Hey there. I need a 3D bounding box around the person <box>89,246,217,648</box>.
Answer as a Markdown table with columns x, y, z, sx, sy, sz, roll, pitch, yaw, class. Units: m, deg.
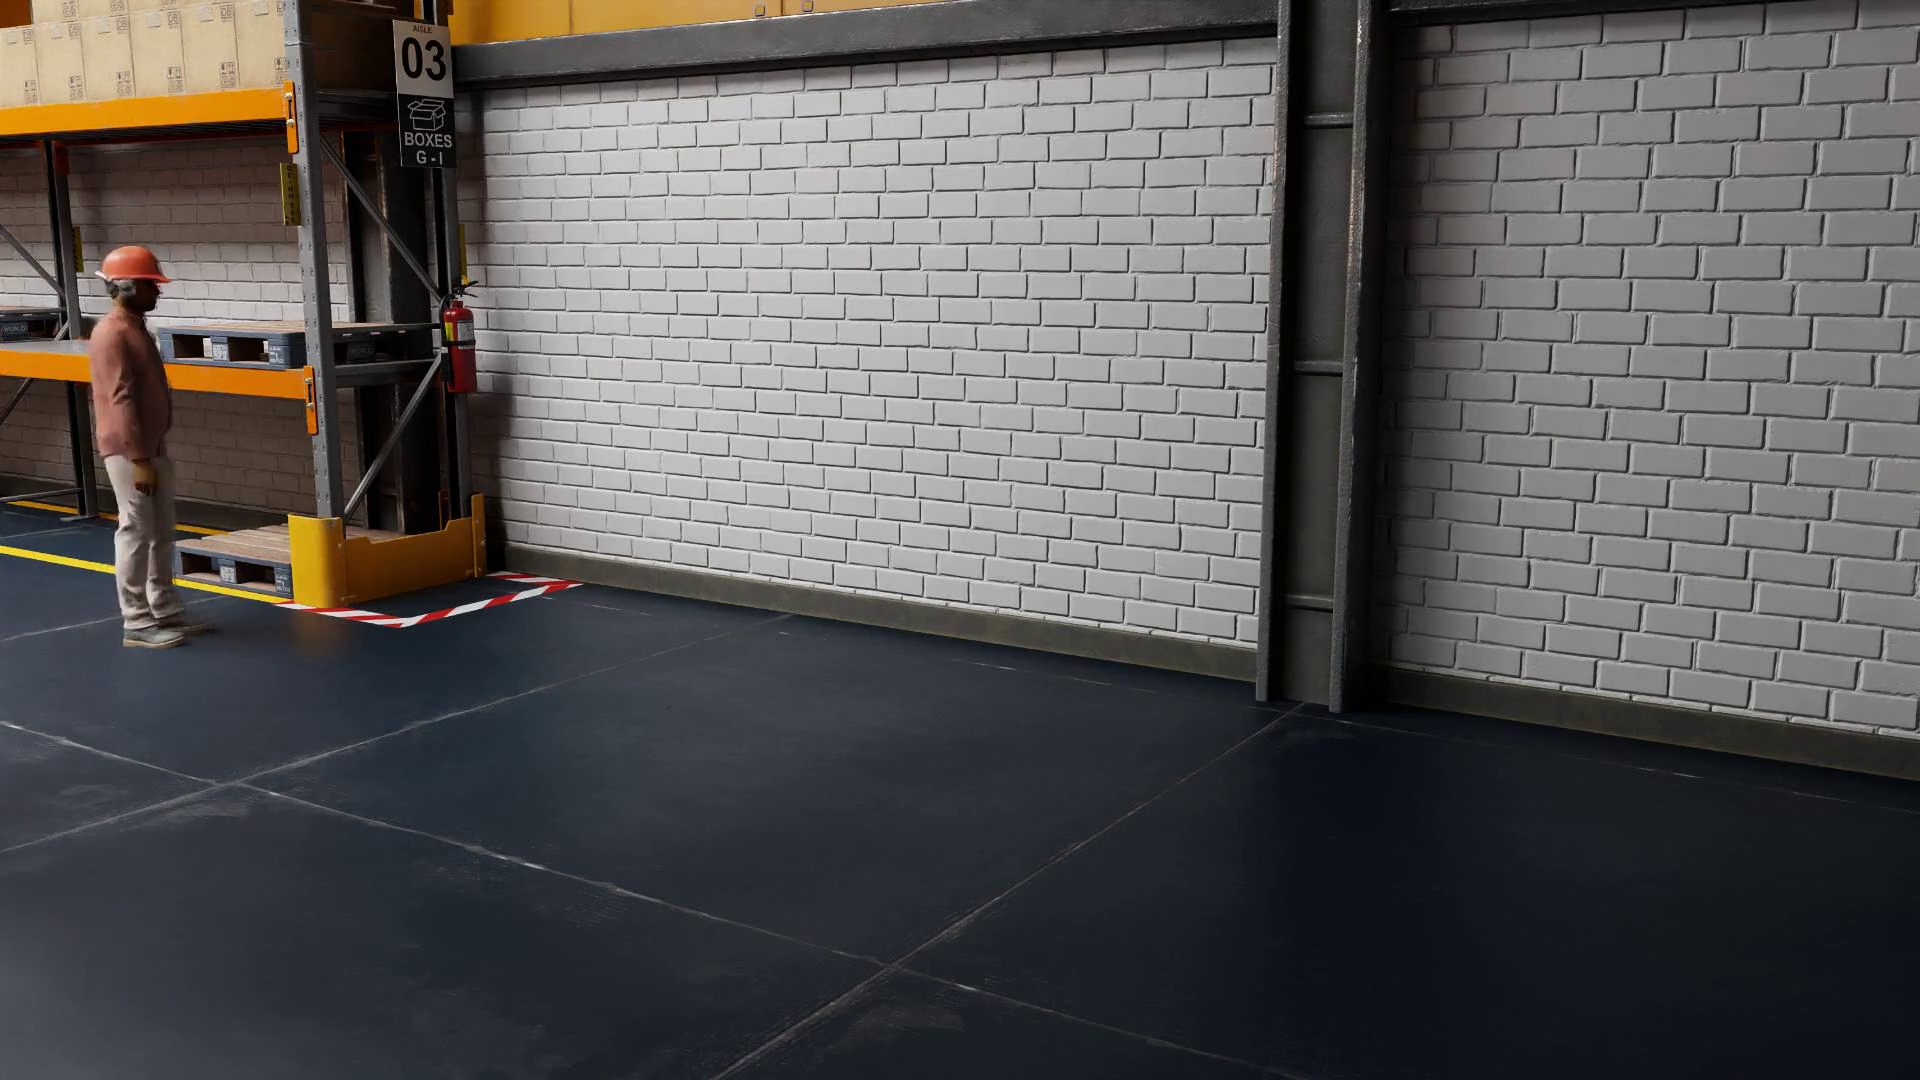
| x | y | z | sx | sy | sz | roll | pitch | yaw | class |
| --- | --- | --- | --- | --- | --- | --- | --- | --- | --- |
| -4.062 | -0.452 | 8.282 | 0.443 | 1.990 | 0.651 | -2 | 10 | -10 | person |
